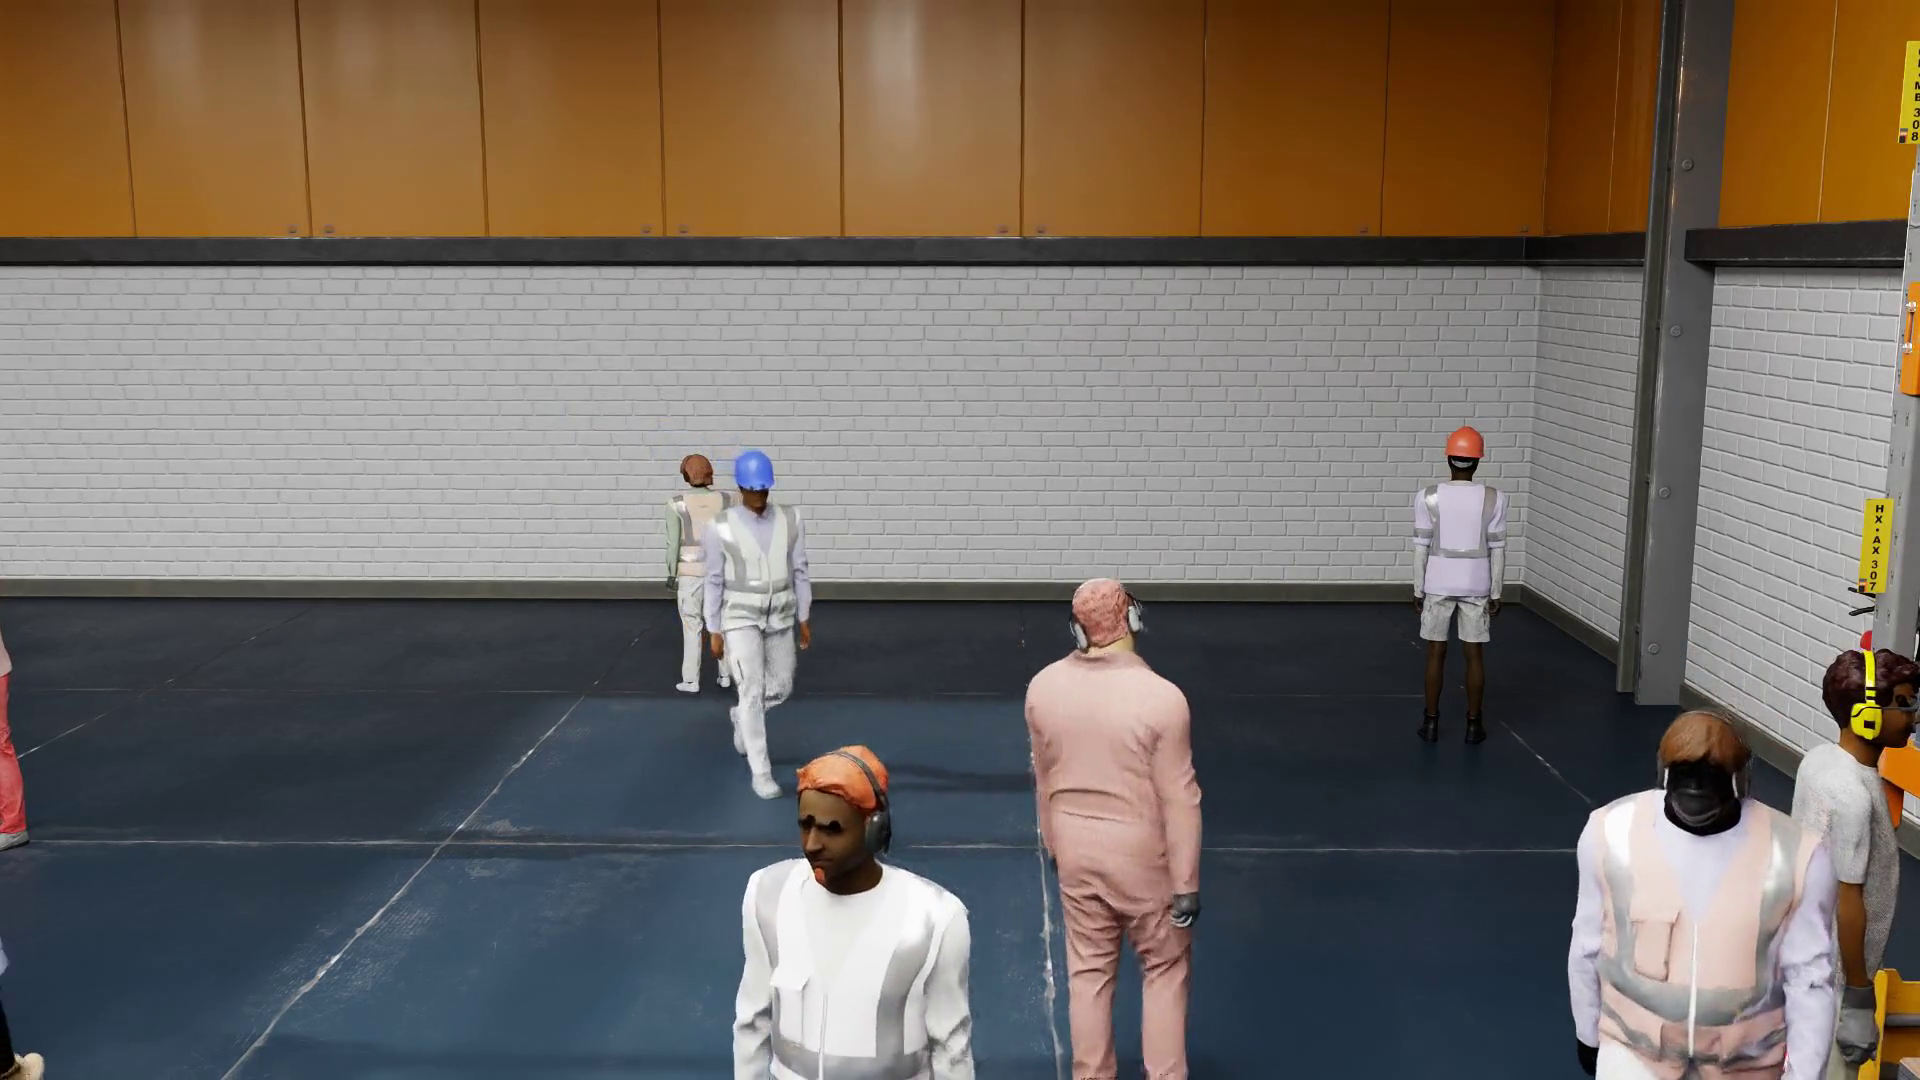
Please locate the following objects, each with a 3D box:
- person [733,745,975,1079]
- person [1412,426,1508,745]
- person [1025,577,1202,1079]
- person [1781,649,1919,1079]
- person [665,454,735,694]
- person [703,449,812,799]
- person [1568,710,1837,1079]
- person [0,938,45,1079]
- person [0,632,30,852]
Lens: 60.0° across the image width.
[{"bbox_3d":[-0.228,1.356,3.939,0.586,1.855,0.922,4,10,24],"label":"person"},{"bbox_3d":[3.021,0.280,10.106,0.546,1.938,0.360,3,10,15],"label":"person"},{"bbox_3d":[0.514,1.066,5.594,0.687,1.878,0.463,7,12,35],"label":"person"},{"bbox_3d":[2.488,1.217,4.689,0.328,1.873,0.519,3,10,15],"label":"person"},{"bbox_3d":[-1.752,0.231,11.296,0.511,1.638,0.308,-6,11,-30],"label":"person"},{"bbox_3d":[-1.157,0.428,9.276,0.602,1.919,0.745,-6,11,-30],"label":"person"},{"bbox_3d":[1.852,1.333,4.219,0.628,1.799,0.932,4,10,24],"label":"person"},{"bbox_3d":[-3.364,1.208,5.396,0.538,1.651,0.871,-1,10,-6],"label":"person"},{"bbox_3d":[-4.888,0.677,8.241,0.326,1.767,0.533,-7,12,-36],"label":"person"}]
